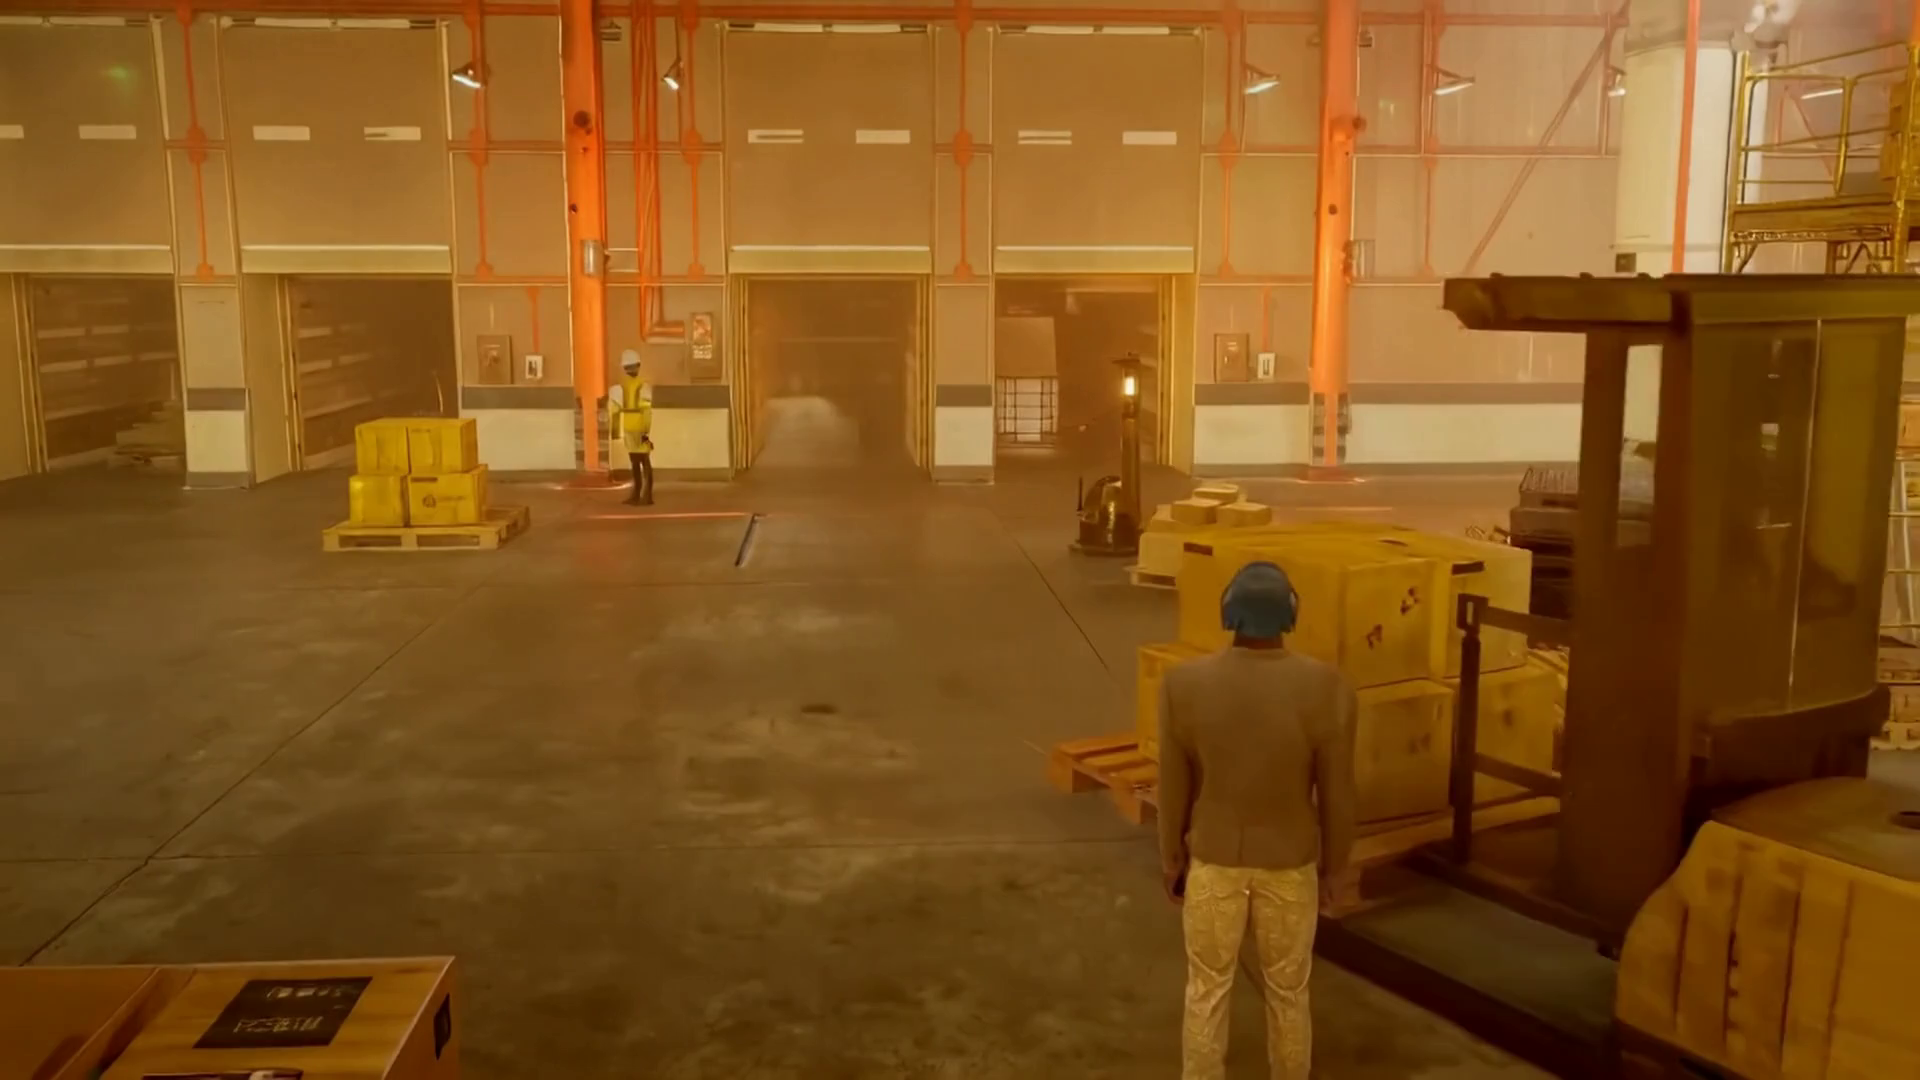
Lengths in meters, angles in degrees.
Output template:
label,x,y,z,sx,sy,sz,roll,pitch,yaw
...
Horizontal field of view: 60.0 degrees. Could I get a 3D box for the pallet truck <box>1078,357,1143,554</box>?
label,x,y,z,sx,sy,sz,roll,pitch,yaw
pallet truck,2.088,-0.836,16.757,1.885,1.965,0.823,2,9,13

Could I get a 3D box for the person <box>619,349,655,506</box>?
label,x,y,z,sx,sy,sz,roll,pitch,yaw
person,-3.978,-1.378,20.384,0.389,1.930,0.544,-8,12,-42

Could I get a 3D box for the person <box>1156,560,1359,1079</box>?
label,x,y,z,sx,sy,sz,roll,pitch,yaw
person,0.931,1.024,5.290,0.628,1.931,0.358,1,9,9

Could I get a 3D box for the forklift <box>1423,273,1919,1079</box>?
label,x,y,z,sx,sy,sz,roll,pitch,yaw
forklift,2.716,0.503,5.592,1.129,2.768,1.873,-5,10,-30
